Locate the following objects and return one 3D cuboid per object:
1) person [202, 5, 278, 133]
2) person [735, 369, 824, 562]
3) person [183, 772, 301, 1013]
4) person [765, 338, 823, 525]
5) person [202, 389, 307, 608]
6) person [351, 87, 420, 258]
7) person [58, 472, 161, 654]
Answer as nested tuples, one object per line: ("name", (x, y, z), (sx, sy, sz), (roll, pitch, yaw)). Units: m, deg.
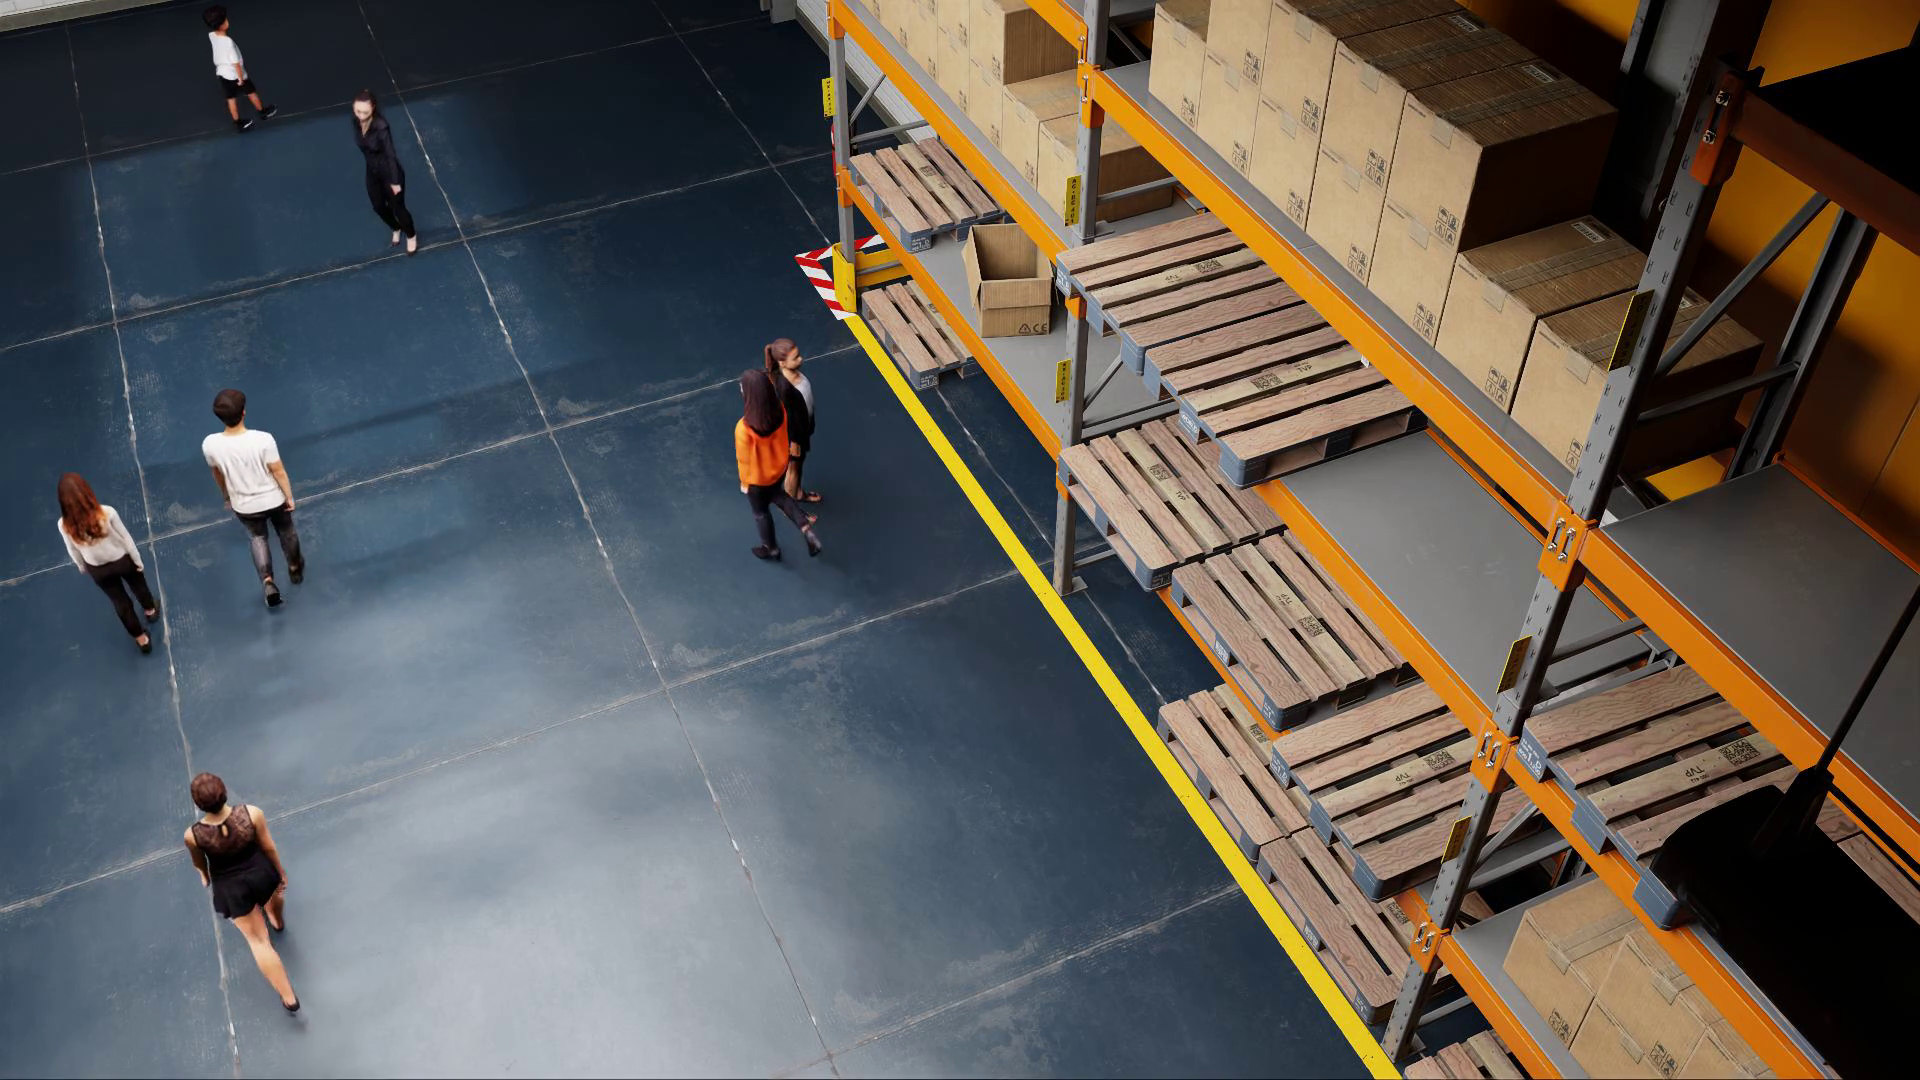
("person", (-7.139, -4.551, 16.172), (0.733, 1.240, 0.775), (17, 46, 17))
("person", (-1.269, -0.446, 11.506), (0.969, 1.732, 0.866), (23, 48, 23))
("person", (-3.885, 1.922, 9.089), (0.713, 1.638, 1.154), (-26, 49, -25))
("person", (-1.206, -0.814, 12.021), (0.698, 1.555, 0.621), (5, 44, 5))
("person", (-4.795, -0.250, 11.322), (0.722, 1.703, 0.935), (-10, 44, -10))
("person", (-4.968, -3.171, 14.407), (0.730, 1.677, 0.807), (30, 51, 28))
("person", (-5.619, 0.200, 11.016), (0.558, 1.473, 0.714), (-17, 46, -17))
